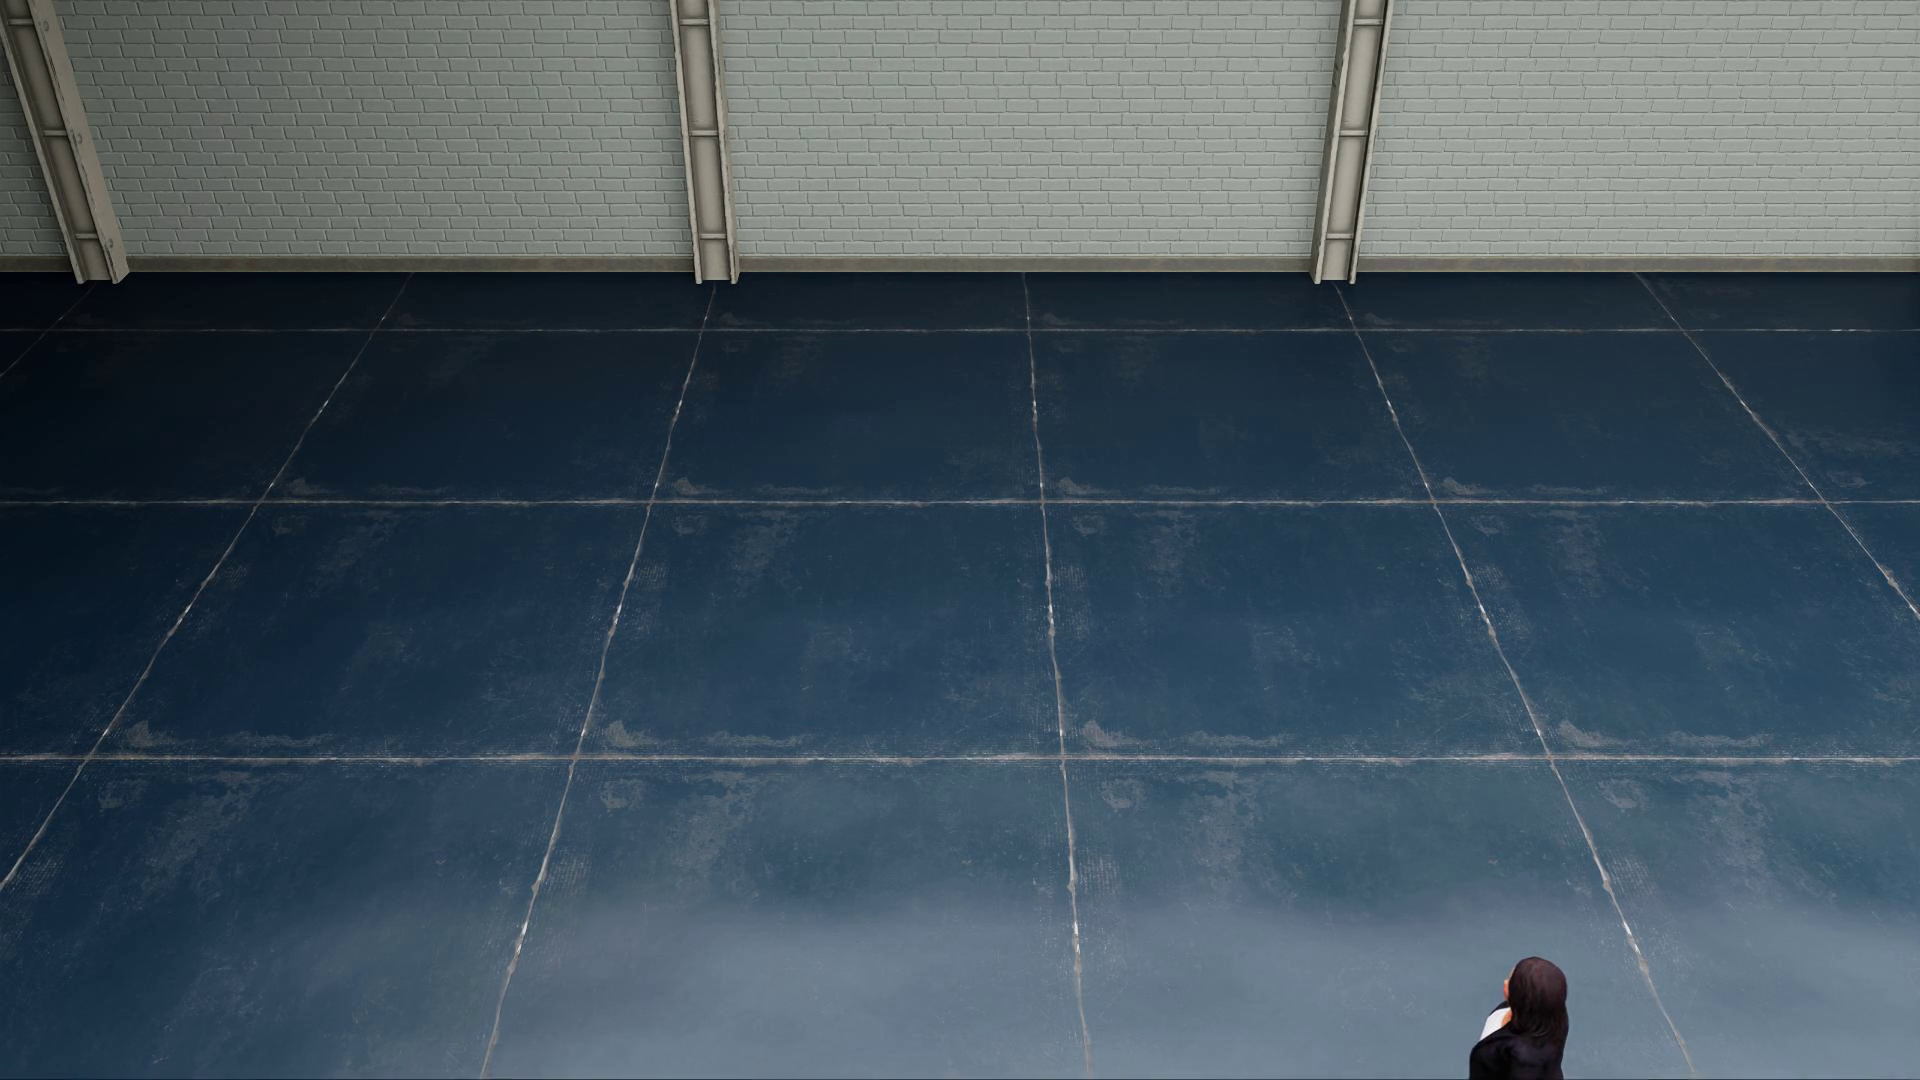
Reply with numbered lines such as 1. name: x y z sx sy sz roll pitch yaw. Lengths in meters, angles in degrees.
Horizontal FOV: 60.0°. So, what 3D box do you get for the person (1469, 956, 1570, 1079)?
1. person: 2.396 2.398 7.120 0.746 1.615 0.721 13 35 18
